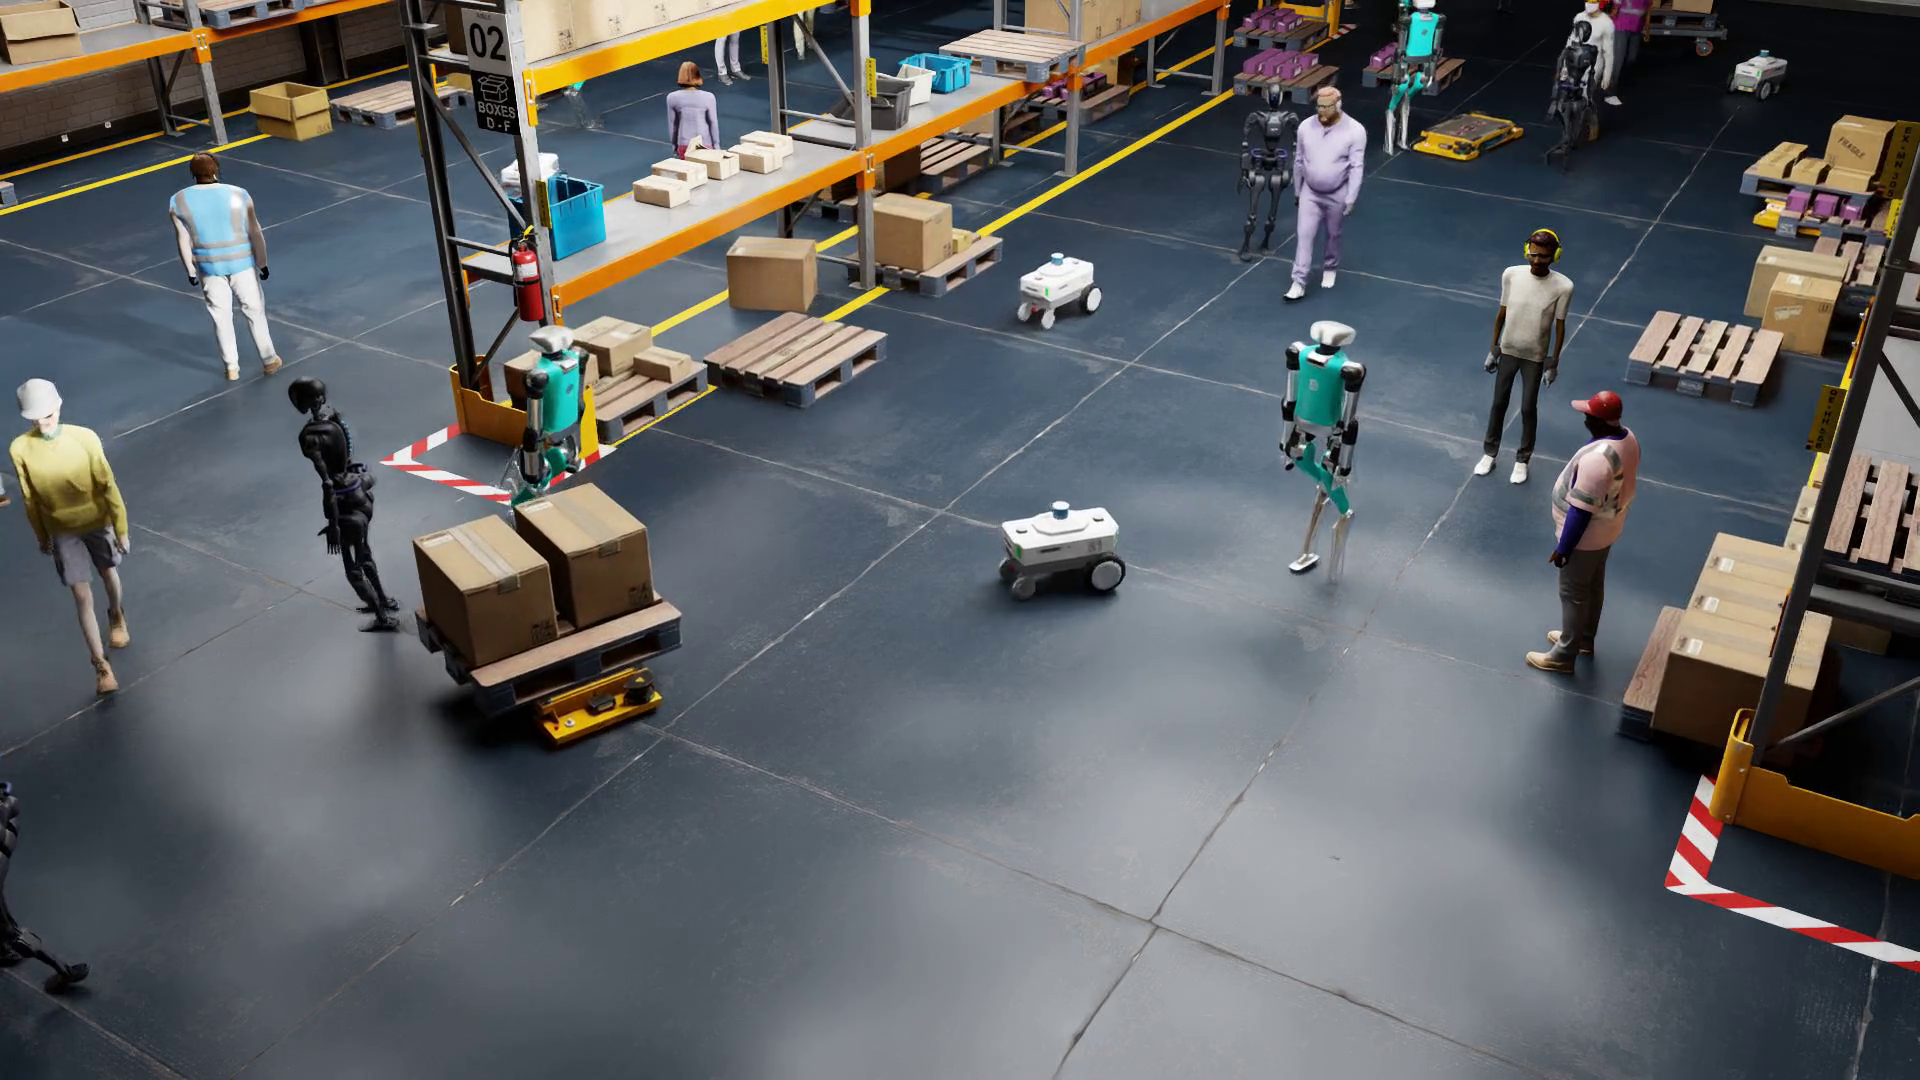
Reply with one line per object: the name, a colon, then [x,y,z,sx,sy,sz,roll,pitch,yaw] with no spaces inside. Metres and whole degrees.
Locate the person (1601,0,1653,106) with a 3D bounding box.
person: [8.255,-6.382,20.648,0.530,1.827,0.688,-9,31,-16]

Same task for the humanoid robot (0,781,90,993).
humanoid robot: [-4.276,1.304,7.235,0.596,1.658,0.597,-6,30,-10]

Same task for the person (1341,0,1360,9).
person: [5.975,-9.055,25.455,0.336,1.747,0.563,-18,34,-29]

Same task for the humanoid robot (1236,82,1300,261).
humanoid robot: [2.909,-3.451,15.624,0.590,1.656,0.461,0,29,0]

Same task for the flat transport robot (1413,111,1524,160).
flat transport robot: [5.883,-4.664,19.192,0.659,0.231,1.431,24,37,36]

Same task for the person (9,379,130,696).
person: [-5.001,-0.061,9.454,0.504,1.834,0.958,-13,32,-22]

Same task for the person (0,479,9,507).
person: [-6.817,-1.036,11.046,0.394,1.979,0.628,13,32,22]

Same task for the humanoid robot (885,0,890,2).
humanoid robot: [-1.125,-9.263,25.896,0.600,1.654,0.406,-1,29,-2]

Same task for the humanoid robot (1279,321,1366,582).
humanoid robot: [2.339,-0.547,10.483,0.542,1.865,0.662,26,39,38]

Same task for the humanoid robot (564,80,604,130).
humanoid robot: [-4.513,-5.680,19.521,0.537,1.813,0.657,23,37,34]

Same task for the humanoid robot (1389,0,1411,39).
humanoid robot: [6.266,-7.848,23.370,0.552,1.748,1.046,-1,29,-2]

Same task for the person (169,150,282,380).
person: [-5.816,-2.174,13.191,0.633,1.841,0.429,-9,31,-16]

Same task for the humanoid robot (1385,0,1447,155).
humanoid robot: [5.028,-5.230,18.710,0.536,1.798,0.731,-5,30,-8]

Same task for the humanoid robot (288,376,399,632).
humanoid robot: [-3.672,-0.225,9.921,0.352,1.639,0.609,-3,30,-6]

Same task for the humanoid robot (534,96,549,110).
humanoid robot: [-5.276,-5.943,20.078,0.552,1.911,0.705,24,38,36]

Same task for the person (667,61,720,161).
person: [-2.623,-3.904,16.467,0.498,1.629,0.288,3,30,5]

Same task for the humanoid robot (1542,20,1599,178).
humanoid robot: [6.607,-4.798,18.038,0.609,1.647,0.639,-13,32,-21]

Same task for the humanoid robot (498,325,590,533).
humanoid robot: [-2.659,-0.530,10.358,0.771,1.758,0.541,13,32,21]

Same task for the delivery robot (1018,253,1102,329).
delivery robot: [0.864,-2.212,14.579,0.499,0.609,0.794,23,37,35]

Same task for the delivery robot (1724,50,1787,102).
delivery robot: [10.112,-5.885,21.078,0.783,0.611,0.506,-21,36,-32]

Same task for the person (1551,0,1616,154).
person: [7.138,-5.349,18.803,0.893,1.857,0.565,-17,34,-27]

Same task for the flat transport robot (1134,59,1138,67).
flat transport robot: [1.746,-6.258,22.012,0.659,0.231,1.431,17,34,27]

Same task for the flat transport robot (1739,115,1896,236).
flat transport robot: [8.676,-3.422,16.994,0.659,0.231,1.431,22,36,33]

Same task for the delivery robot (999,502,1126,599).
delivery robot: [0.659,0.045,10.591,0.803,0.614,0.499,-9,31,-15]

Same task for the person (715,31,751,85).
person: [-3.005,-6.903,21.446,0.420,1.952,0.488,22,36,34]

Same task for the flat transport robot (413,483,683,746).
flat transport robot: [-2.375,0.691,9.719,0.659,0.231,1.431,-21,35,-32]

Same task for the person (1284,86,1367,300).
person: [3.227,-3.071,14.763,0.646,1.867,0.871,12,32,21]

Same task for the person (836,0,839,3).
person: [-1.965,-9.311,25.759,0.685,1.893,0.782,-16,33,-26]

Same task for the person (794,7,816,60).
person: [-2.158,-7.540,22.806,0.554,1.708,0.856,-5,30,-9]

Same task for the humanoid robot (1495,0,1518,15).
humanoid robot: [8.293,-8.756,25.009,0.470,1.644,0.613,-25,38,-37]

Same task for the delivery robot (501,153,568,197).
delivery robot: [-4.463,-3.790,17.374,0.499,0.614,0.796,8,30,13]

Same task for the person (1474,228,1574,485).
person: [3.929,-1.281,11.597,0.495,1.861,0.327,20,35,31]

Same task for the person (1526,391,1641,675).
person: [3.580,-0.052,9.539,0.418,1.749,0.608,22,36,33]
